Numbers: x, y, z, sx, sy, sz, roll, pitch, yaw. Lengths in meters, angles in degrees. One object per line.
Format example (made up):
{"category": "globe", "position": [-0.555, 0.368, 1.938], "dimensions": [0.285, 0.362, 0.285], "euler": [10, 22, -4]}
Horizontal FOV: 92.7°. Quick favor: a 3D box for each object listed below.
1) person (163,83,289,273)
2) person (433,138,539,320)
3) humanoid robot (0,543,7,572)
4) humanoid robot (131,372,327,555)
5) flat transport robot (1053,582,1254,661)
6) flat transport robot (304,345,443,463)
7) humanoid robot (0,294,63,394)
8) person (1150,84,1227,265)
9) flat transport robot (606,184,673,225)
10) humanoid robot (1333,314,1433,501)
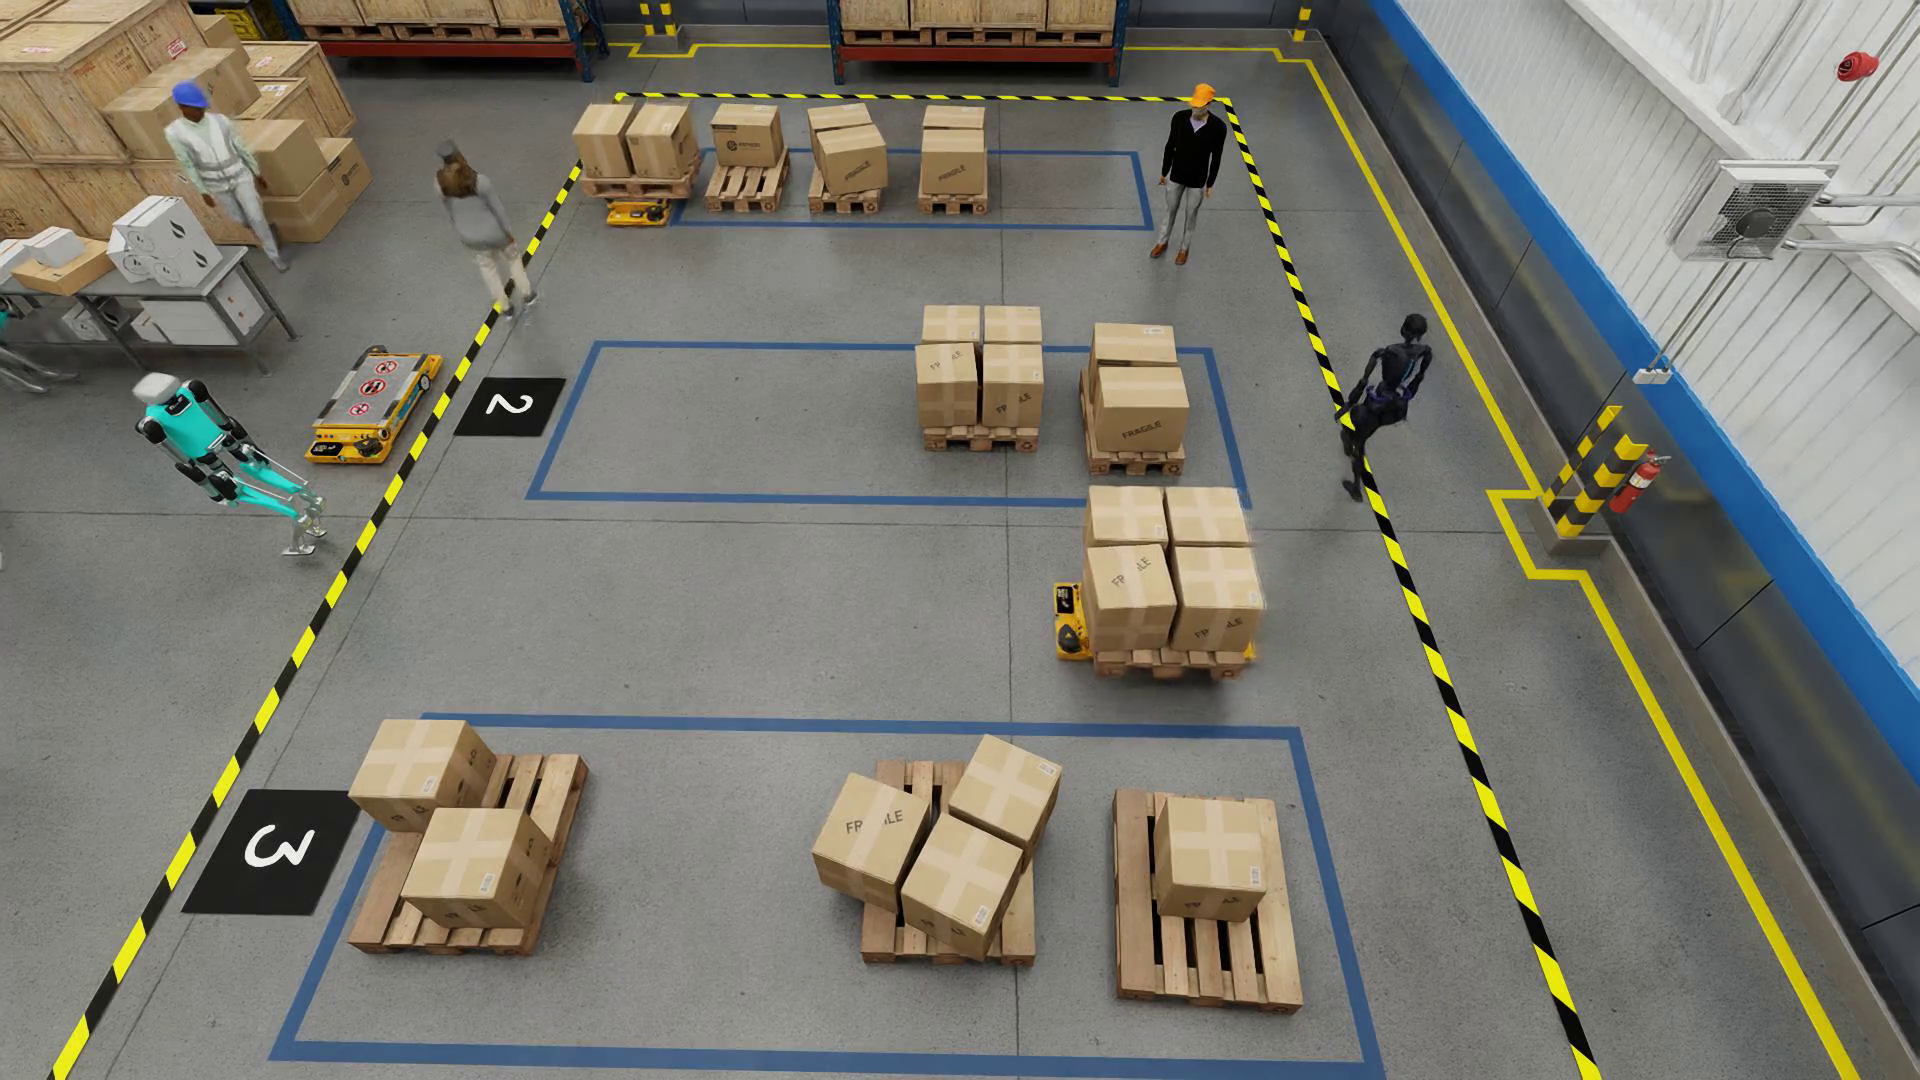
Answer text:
{"category": "person", "position": [-7.557, -3.723, 9.445], "dimensions": [0.631, 1.899, 0.671], "euler": [-31, 56, -23]}
{"category": "person", "position": [-4.653, -3.008, 8.949], "dimensions": [0.578, 1.737, 0.558], "euler": [-4, 50, -3]}
{"category": "humanoid robot", "position": [-7.923, -0.602, 6.949], "dimensions": [0.536, 1.774, 1.033], "euler": [-25, 54, -20]}
{"category": "humanoid robot", "position": [-5.190, -0.498, 6.736], "dimensions": [0.735, 1.681, 0.533], "euler": [8, 50, 7]}
{"category": "flat transport robot", "position": [1.434, 0.576, 6.861], "dimensions": [1.431, 0.197, 0.652], "euler": [1, 50, 1]}
{"category": "flat transport robot", "position": [-5.383, -1.269, 8.441], "dimensions": [0.659, 0.231, 1.431], "euler": [1, 50, 1]}
{"category": "humanoid robot", "position": [-8.744, -2.020, 8.026], "dimensions": [0.735, 1.677, 0.533], "euler": [-6, 50, -5]}
{"category": "person", "position": [2.354, -3.756, 9.487], "dimensions": [0.589, 1.882, 0.380], "euler": [24, 54, 19]}
{"category": "flat transport robot", "position": [-3.712, -4.209, 10.910], "dimensions": [0.652, 0.197, 1.431], "euler": [1, 50, 1]}
{"category": "humanoid robot", "position": [3.371, -1.133, 7.430], "dimensions": [0.609, 1.624, 0.765], "euler": [-7, 50, -6]}
